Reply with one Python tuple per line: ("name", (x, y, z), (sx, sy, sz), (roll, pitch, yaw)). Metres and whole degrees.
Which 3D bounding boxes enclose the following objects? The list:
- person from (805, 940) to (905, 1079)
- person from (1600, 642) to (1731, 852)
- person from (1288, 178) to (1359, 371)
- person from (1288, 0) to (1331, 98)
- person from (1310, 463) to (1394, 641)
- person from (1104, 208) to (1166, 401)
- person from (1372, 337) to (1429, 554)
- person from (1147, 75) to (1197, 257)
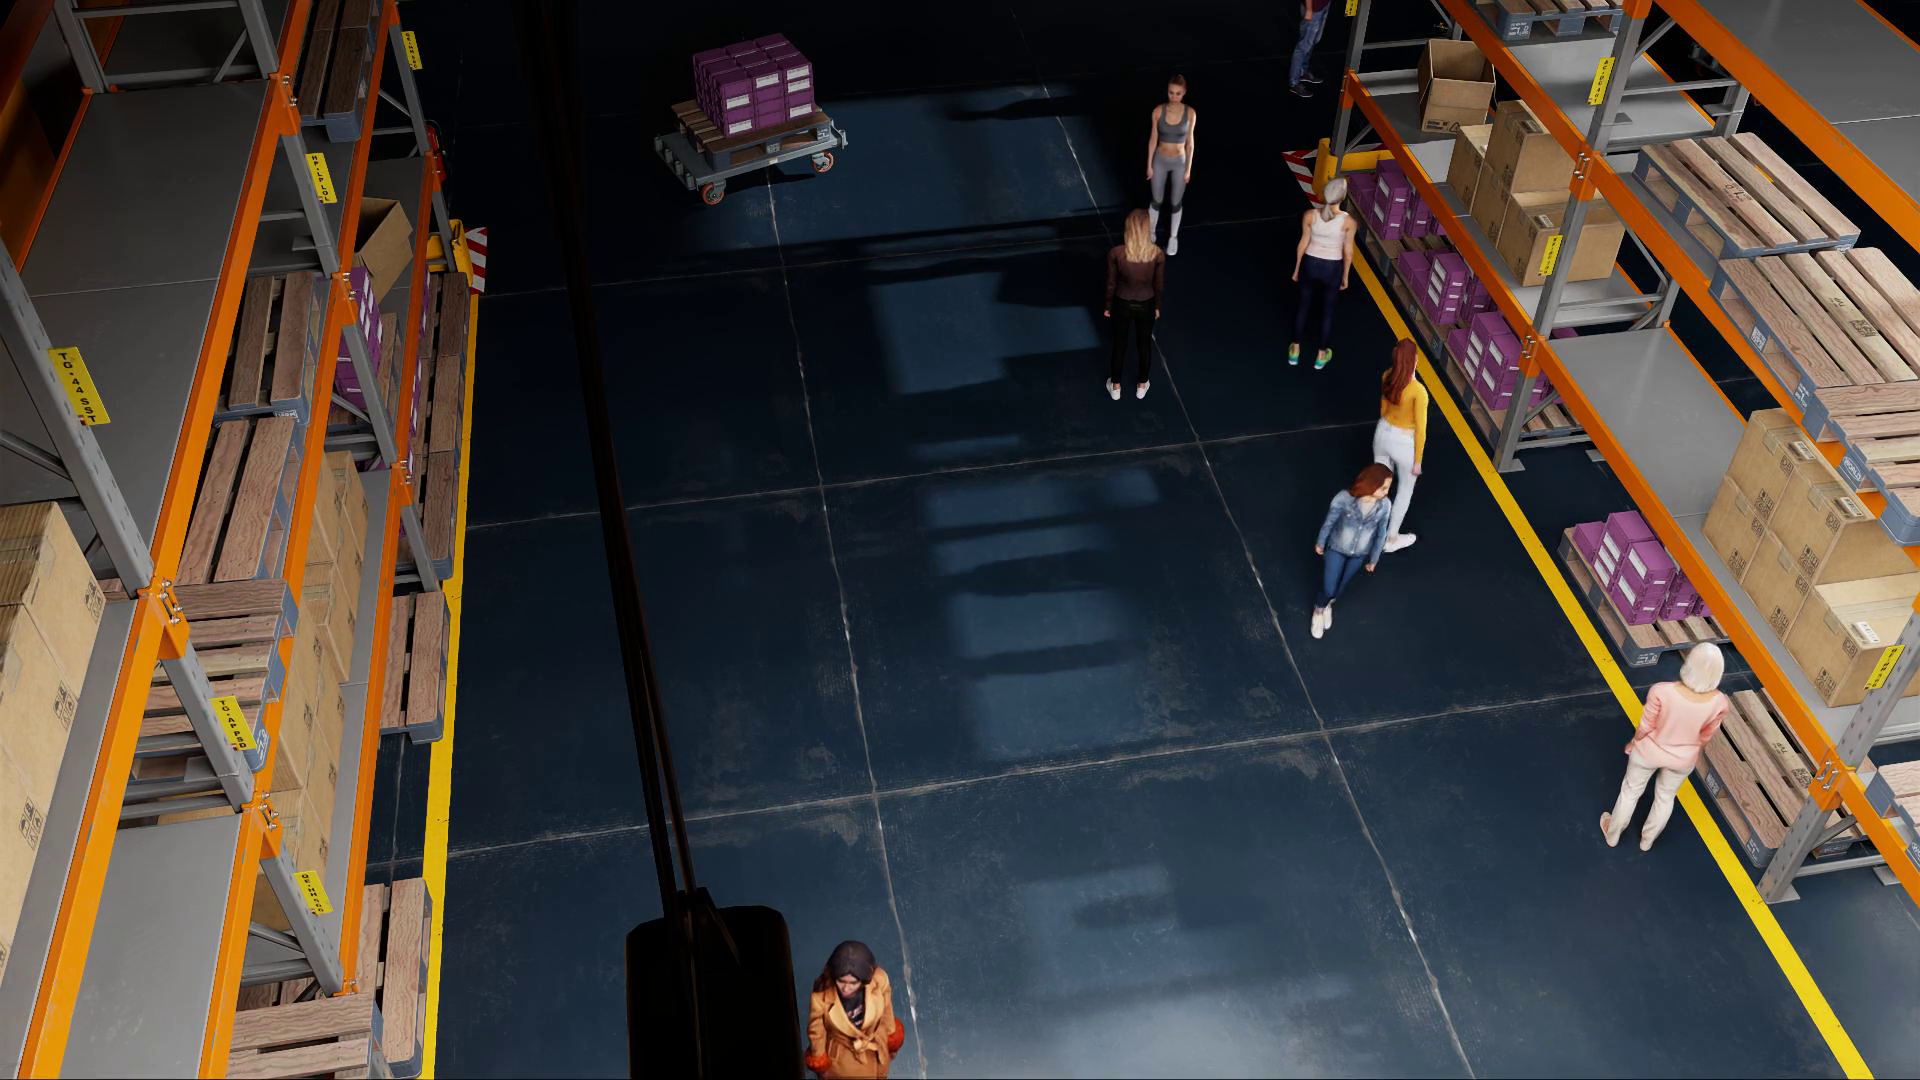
("person", (-0.543, 2.559, 8.401), (0.716, 1.723, 0.644), (-14, 45, -14))
("person", (4.160, 1.229, 9.797), (0.675, 1.724, 0.654), (9, 44, 9))
("person", (2.891, -2.139, 13.348), (0.687, 1.701, 0.692), (13, 45, 14))
("person", (3.561, -5.403, 16.668), (0.797, 1.848, 0.708), (21, 47, 20))
("person", (2.628, 0.001, 11.275), (0.637, 1.463, 0.623), (5, 44, 5))
("person", (1.355, -1.824, 13.015), (0.648, 1.705, 0.579), (2, 44, 2))
("person", (3.074, -0.637, 11.757), (0.803, 1.721, 0.658), (-18, 46, -18))
("person", (1.842, -3.285, 14.550), (0.608, 1.703, 0.613), (6, 44, 6))
